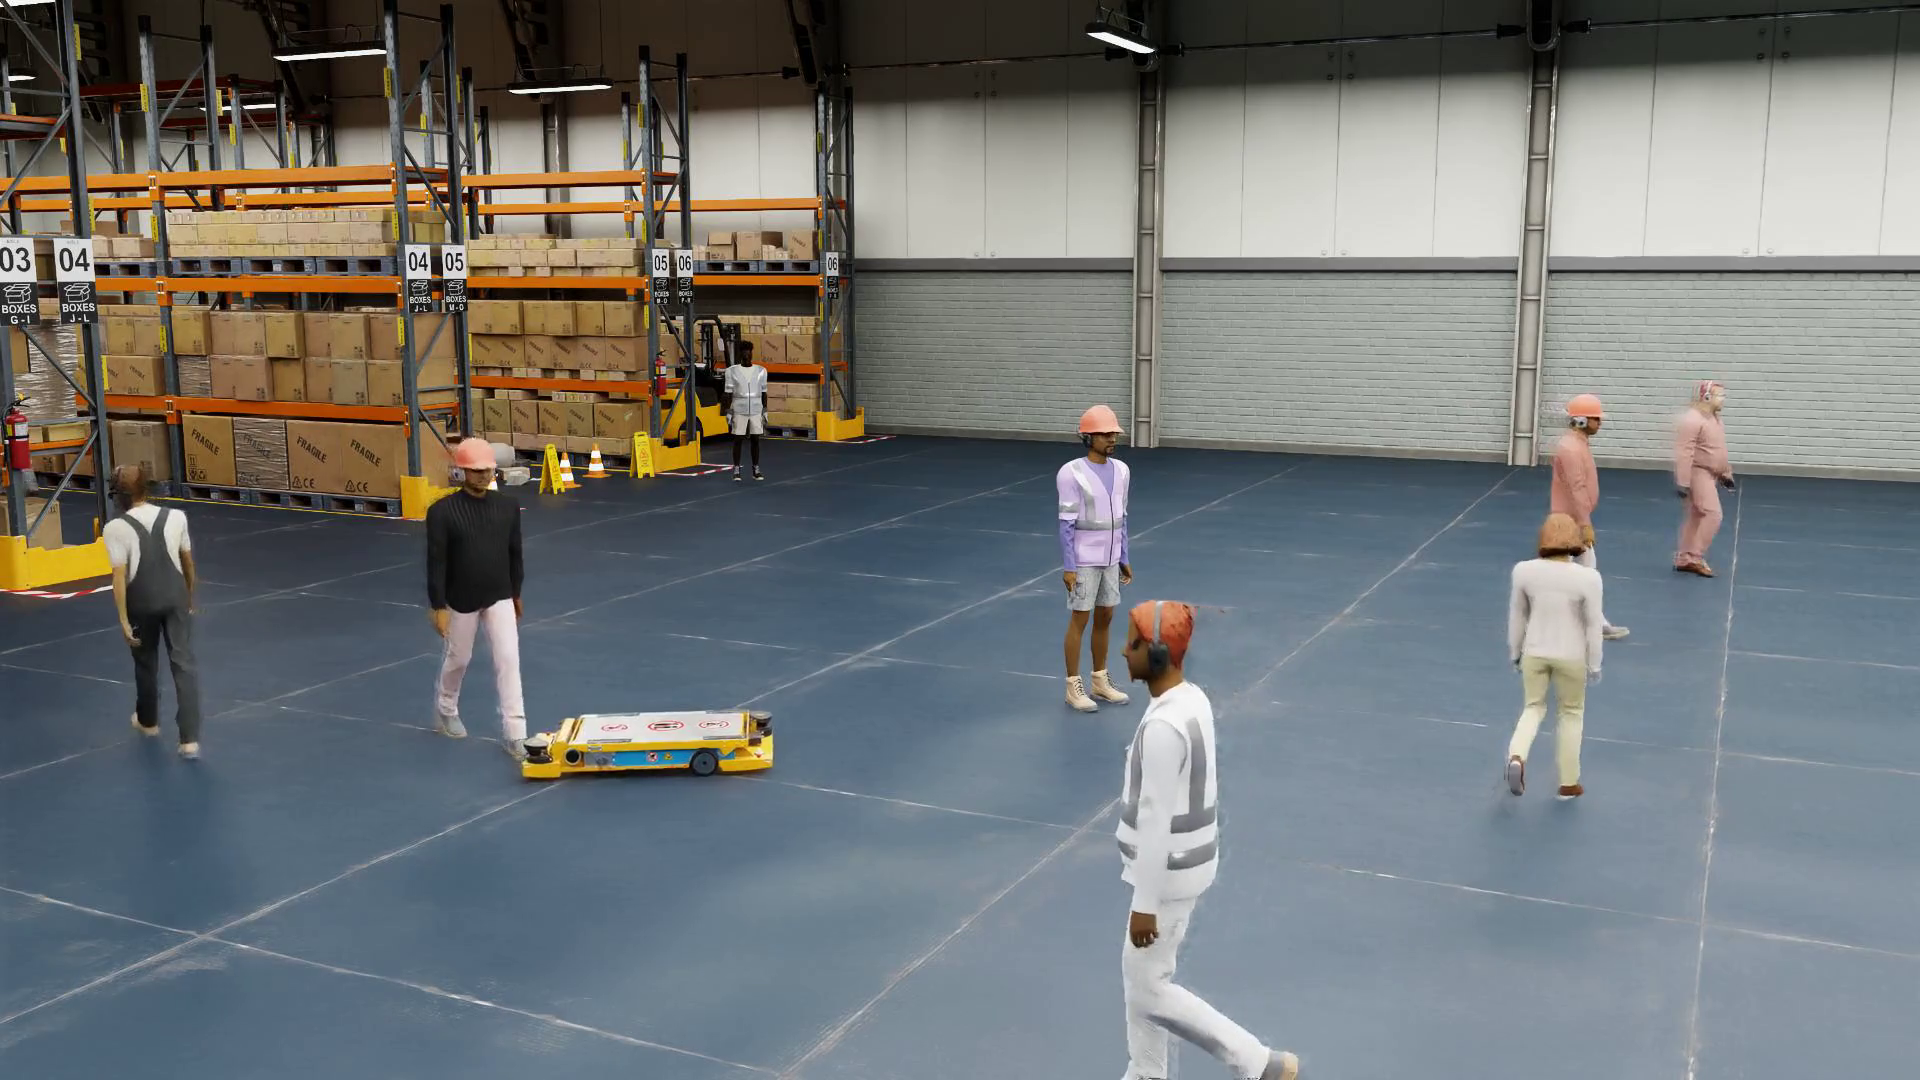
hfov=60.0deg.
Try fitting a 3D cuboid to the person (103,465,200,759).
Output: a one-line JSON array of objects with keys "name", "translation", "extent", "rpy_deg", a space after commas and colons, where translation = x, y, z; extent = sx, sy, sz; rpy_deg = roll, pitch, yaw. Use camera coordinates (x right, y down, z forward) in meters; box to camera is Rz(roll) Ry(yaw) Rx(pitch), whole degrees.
[{"name": "person", "translation": [-4.907, 0.422, 10.132], "extent": [0.533, 1.779, 1.002], "rpy_deg": [-7, 12, -39]}]

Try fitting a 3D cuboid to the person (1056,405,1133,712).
[{"name": "person", "translation": [0.923, 0.119, 11.165], "extent": [0.608, 2.048, 0.365], "rpy_deg": [-8, 12, -40]}]

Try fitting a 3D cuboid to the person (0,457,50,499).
[{"name": "person", "translation": [-11.950, -1.412, 20.984], "extent": [0.934, 1.897, 0.648], "rpy_deg": [4, 10, 21]}]

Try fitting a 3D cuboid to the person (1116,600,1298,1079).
[{"name": "person", "translation": [0.772, 1.121, 5.580], "extent": [0.669, 1.866, 0.592], "rpy_deg": [2, 10, 13]}]

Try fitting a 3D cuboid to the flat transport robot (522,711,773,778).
[{"name": "flat transport robot", "translation": [-1.838, 1.206, 9.930], "extent": [1.431, 0.197, 0.652], "rpy_deg": [-1, 9, -7]}]

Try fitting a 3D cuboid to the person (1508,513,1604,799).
[{"name": "person", "translation": [3.255, 0.661, 9.176], "extent": [0.521, 1.620, 0.549], "rpy_deg": [7, 12, 37]}]

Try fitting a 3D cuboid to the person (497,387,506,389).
[{"name": "person", "translation": [-7.647, -2.339, 27.378], "extent": [0.695, 1.676, 0.539], "rpy_deg": [4, 10, 25]}]

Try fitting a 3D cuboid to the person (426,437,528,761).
[{"name": "person", "translation": [-2.985, 0.328, 10.209], "extent": [0.641, 1.952, 1.018], "rpy_deg": [-7, 12, -37]}]

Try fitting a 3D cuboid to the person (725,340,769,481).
[{"name": "person", "translation": [-2.964, -1.800, 23.174], "extent": [0.614, 1.963, 0.362], "rpy_deg": [-3, 10, -19]}]

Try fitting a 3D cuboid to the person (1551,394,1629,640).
[{"name": "person", "translation": [4.926, -0.157, 13.132], "extent": [0.595, 1.990, 0.623], "rpy_deg": [6, 11, 31]}]

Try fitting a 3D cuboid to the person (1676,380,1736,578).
[{"name": "person", "translation": [7.206, -0.587, 15.977], "extent": [0.590, 1.884, 0.649], "rpy_deg": [8, 12, 39]}]
